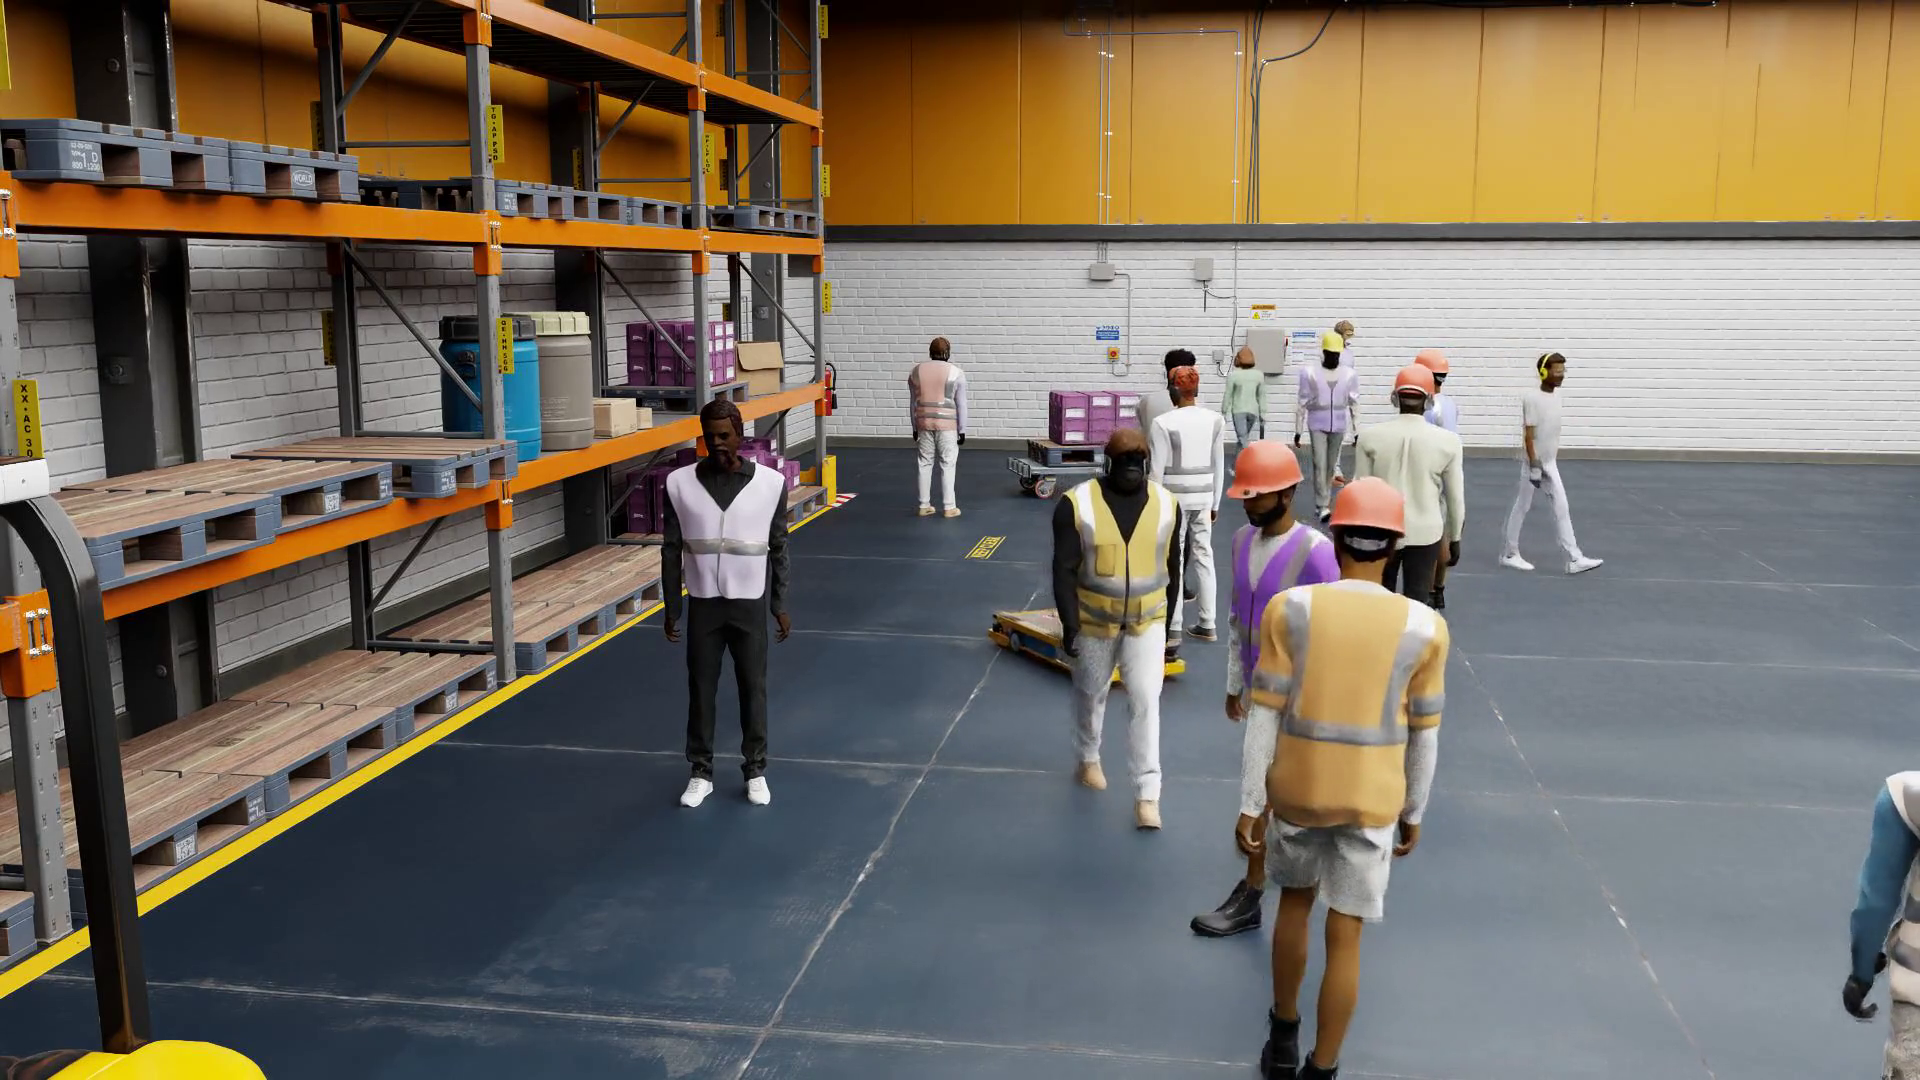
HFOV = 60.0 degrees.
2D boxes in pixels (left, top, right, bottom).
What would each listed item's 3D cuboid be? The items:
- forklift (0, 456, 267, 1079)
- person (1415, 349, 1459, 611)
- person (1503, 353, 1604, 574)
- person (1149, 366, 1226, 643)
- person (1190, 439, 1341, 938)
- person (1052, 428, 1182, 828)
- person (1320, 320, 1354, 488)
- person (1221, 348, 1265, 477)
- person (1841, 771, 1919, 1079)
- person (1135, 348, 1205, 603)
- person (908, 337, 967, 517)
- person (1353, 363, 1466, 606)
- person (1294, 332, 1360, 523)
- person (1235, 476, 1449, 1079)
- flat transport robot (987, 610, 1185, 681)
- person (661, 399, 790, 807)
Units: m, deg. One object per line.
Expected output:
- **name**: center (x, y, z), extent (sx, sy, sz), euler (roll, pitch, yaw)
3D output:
- **forklift**: center (-2.328, 0.975, 2.765), extent (2.313, 2.155, 1.214), euler (1, 9, 9)
- **person**: center (3.418, -0.425, 12.186), extent (0.358, 1.938, 0.542), euler (7, 11, 35)
- **person**: center (4.876, -0.614, 13.682), extent (0.557, 1.824, 0.934), euler (-6, 11, -33)
- **person**: center (1.520, -0.235, 11.227), extent (0.574, 1.876, 0.340), euler (-4, 10, -22)
- **person**: center (1.315, 0.547, 6.378), extent (0.904, 1.900, 0.595), euler (-5, 10, -26)
- **person**: center (0.727, 0.366, 7.762), extent (0.623, 1.802, 0.946), euler (-1, 9, -4)
- **person**: center (4.392, -1.579, 19.318), extent (0.372, 1.934, 0.627), euler (6, 11, 35)
- **person**: center (3.380, -1.508, 19.933), extent (0.515, 1.582, 0.847), euler (-3, 10, -21)
- **person**: center (2.355, 1.093, 3.840), extent (0.514, 1.607, 0.771), euler (3, 10, 18)
- **person**: center (1.537, -0.457, 12.366), extent (0.623, 1.940, 0.607), euler (7, 12, 38)
- **person**: center (-0.214, -1.146, 16.971), extent (0.619, 1.836, 0.430), euler (3, 10, 19)
- **person**: center (2.632, -0.049, 9.763), extent (0.649, 1.965, 0.754), euler (3, 10, 19)
- **person**: center (3.700, -1.113, 16.584), extent (0.619, 1.884, 0.899), euler (-1, 9, -5)
- **person**: center (1.138, 0.758, 4.992), extent (0.583, 1.902, 0.641), euler (2, 10, 15)
- **flat transport robot**: center (0.783, 0.647, 10.700), extent (0.652, 0.197, 1.431), euler (-4, 10, -25)
- **person**: center (-1.097, 0.294, 7.813), extent (0.597, 1.917, 0.374), euler (-1, 9, -4)
